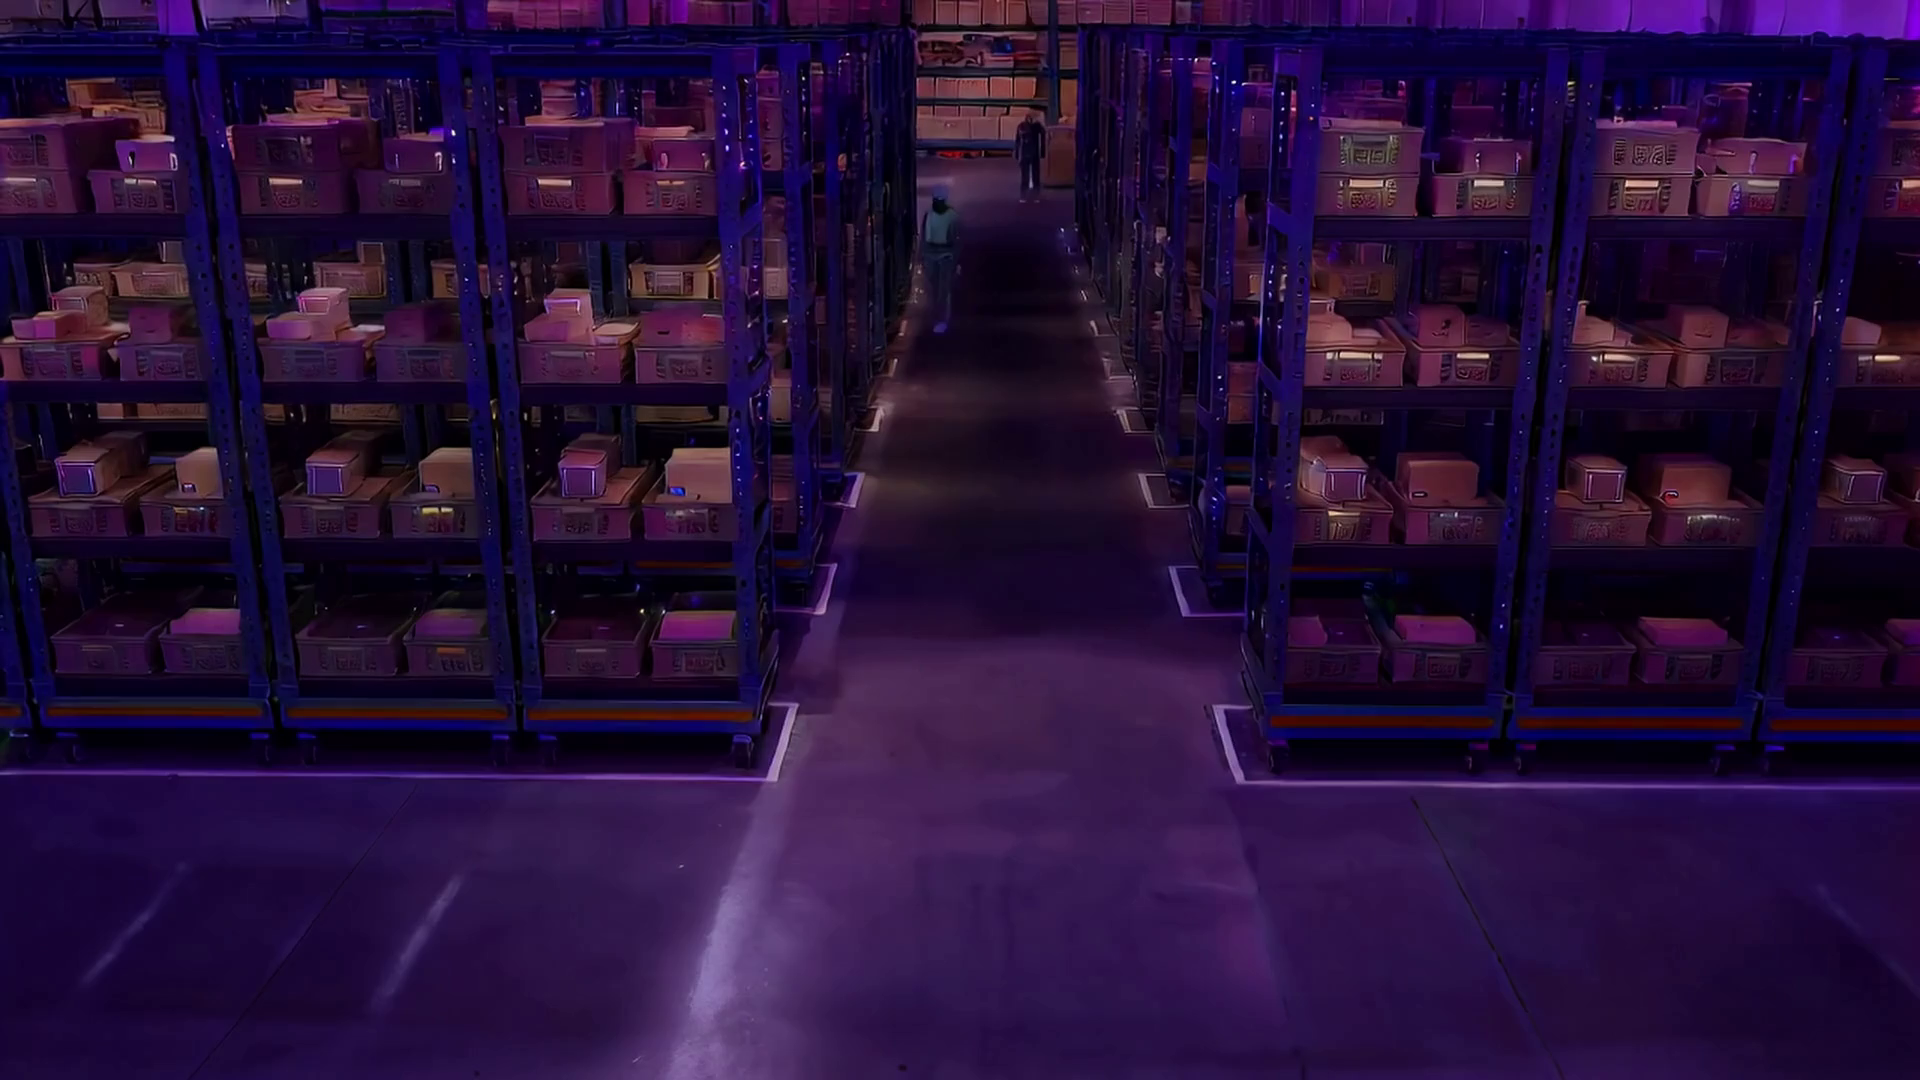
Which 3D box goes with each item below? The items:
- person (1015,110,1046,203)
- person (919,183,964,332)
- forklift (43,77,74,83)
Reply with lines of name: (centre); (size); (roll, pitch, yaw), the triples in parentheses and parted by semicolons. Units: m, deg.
person: (1.461, -8.003, 34.743); (0.655, 1.906, 0.407); (-4, 18, -14)
person: (-0.214, -3.508, 20.575); (0.604, 1.816, 0.623); (7, 19, 22)
forklift: (-24.475, -11.866, 45.455); (1.129, 2.768, 1.873); (0, 17, 1)
